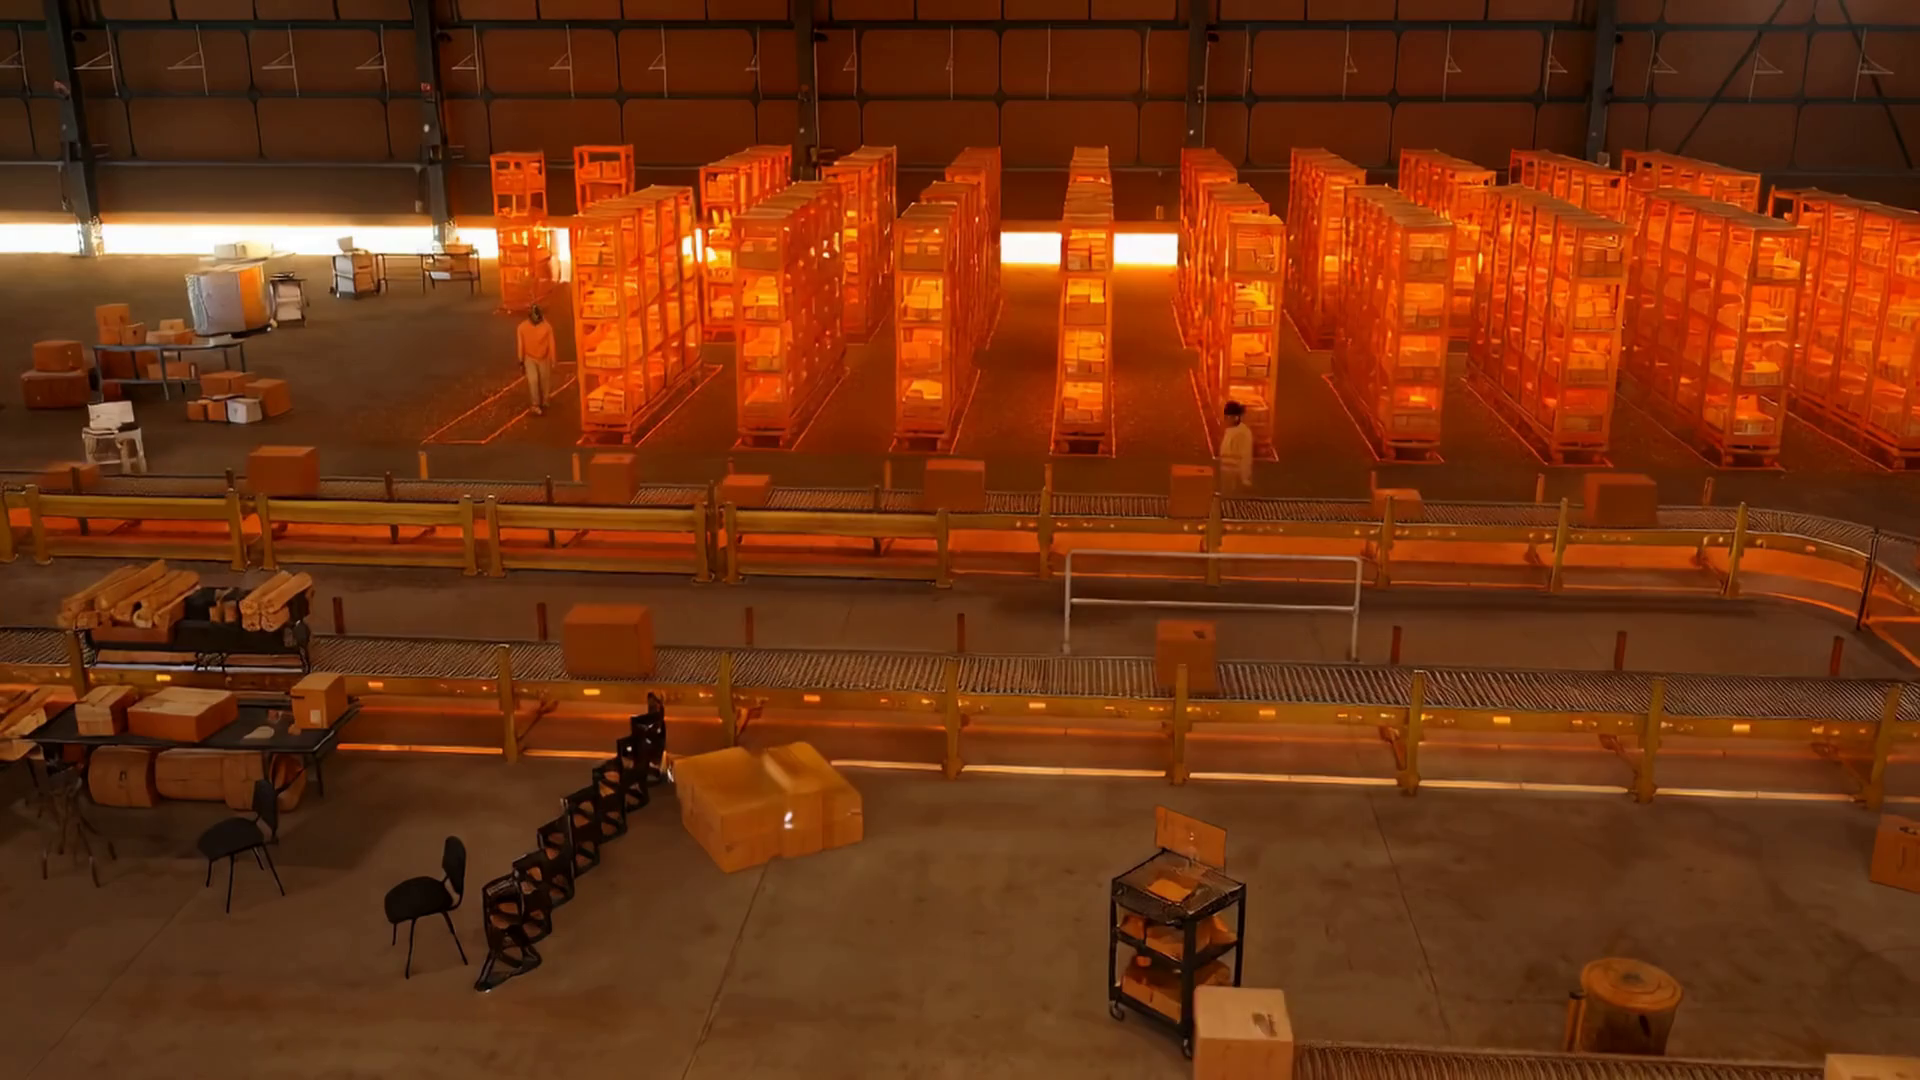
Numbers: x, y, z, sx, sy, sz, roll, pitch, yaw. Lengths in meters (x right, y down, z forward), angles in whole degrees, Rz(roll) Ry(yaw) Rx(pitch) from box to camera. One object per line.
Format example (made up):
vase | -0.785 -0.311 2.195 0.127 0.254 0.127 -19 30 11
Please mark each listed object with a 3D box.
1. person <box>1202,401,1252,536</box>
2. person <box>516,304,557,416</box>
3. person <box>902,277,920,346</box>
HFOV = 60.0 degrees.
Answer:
person | 3.432 -0.909 21.499 0.868 1.792 0.627 -2 18 -6
person | -7.187 -3.090 28.277 0.649 1.889 0.616 -5 18 -15
person | -0.978 -4.939 33.967 0.396 1.992 0.623 14 22 38
